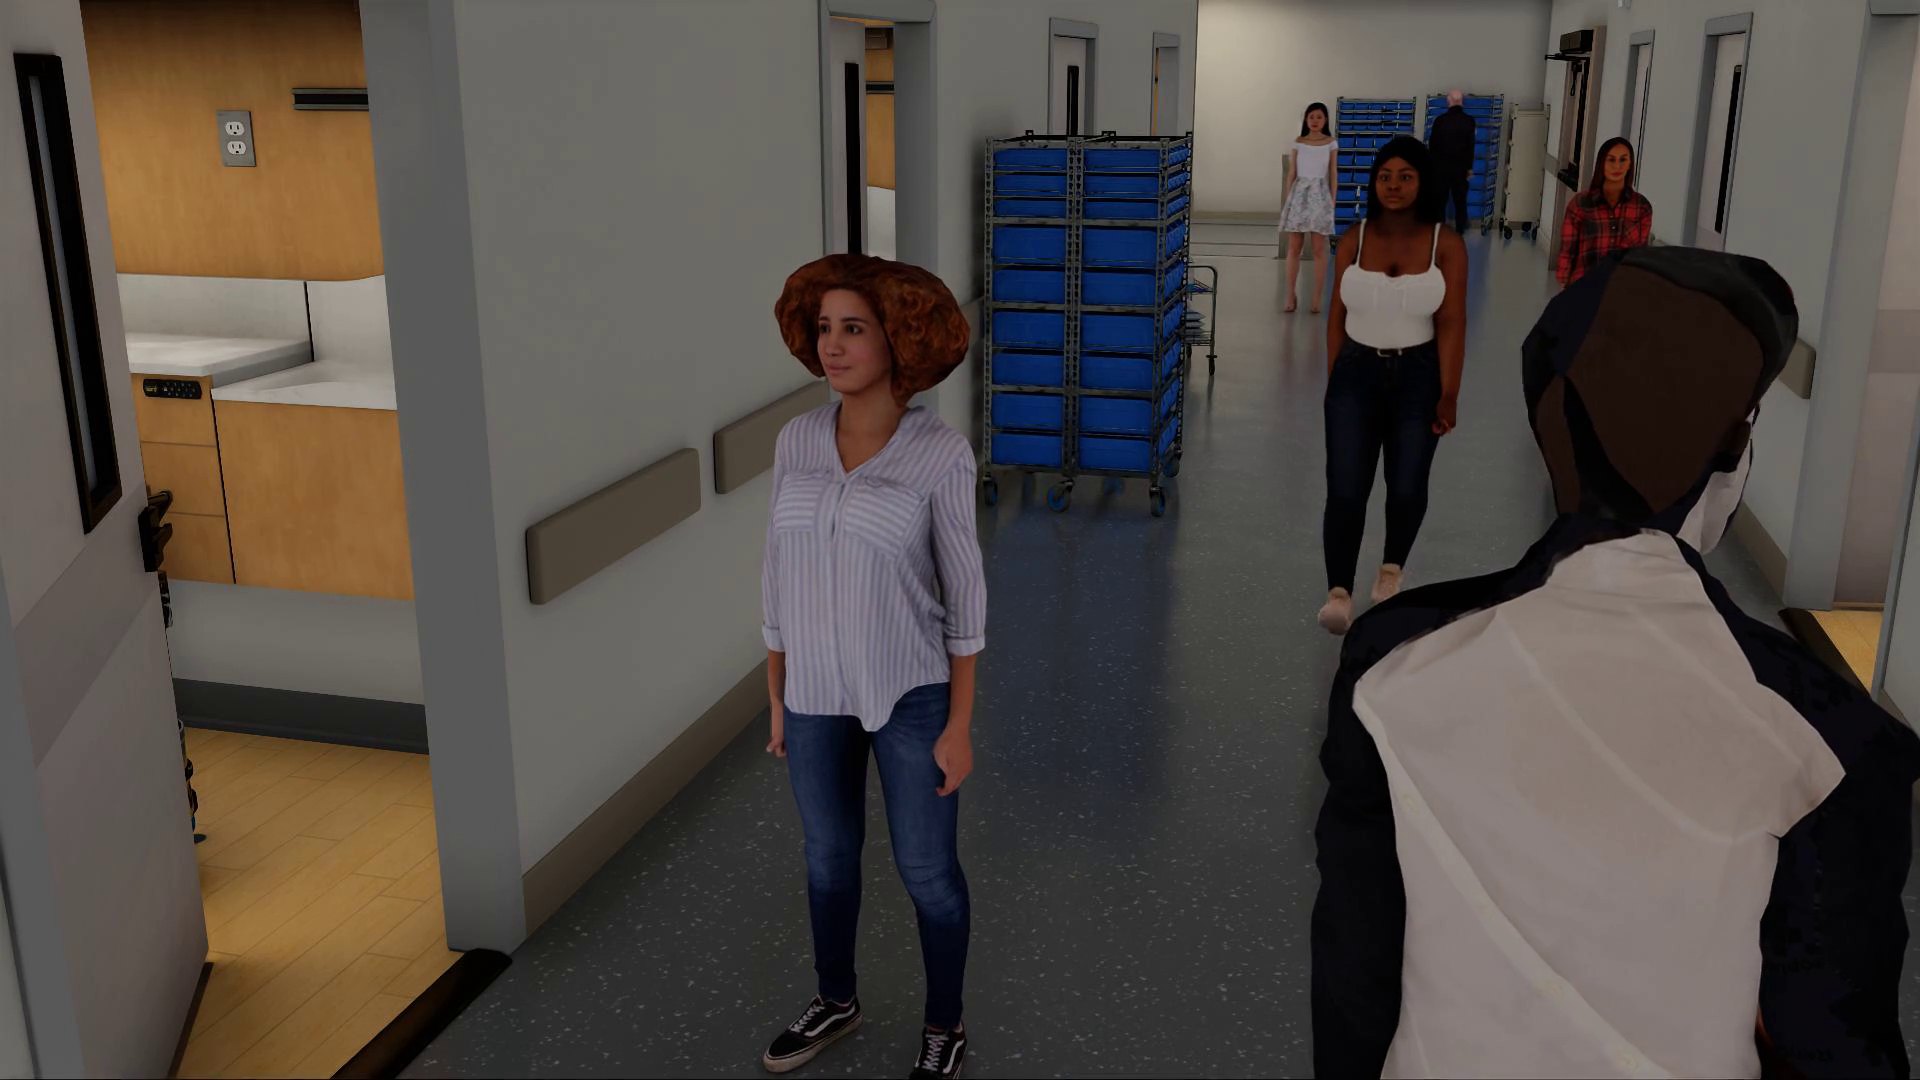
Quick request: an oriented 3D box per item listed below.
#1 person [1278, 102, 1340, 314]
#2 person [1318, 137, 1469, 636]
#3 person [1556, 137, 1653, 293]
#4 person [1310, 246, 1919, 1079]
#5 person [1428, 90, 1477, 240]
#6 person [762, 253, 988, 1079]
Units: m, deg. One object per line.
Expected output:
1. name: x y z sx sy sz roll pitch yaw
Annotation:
1. person: 3.007 -2.843 14.287 0.681 1.770 0.651 6 17 20
2. person: 1.607 -0.551 6.169 0.731 1.764 1.136 6 17 20
3. person: 3.382 -1.266 8.819 0.644 1.702 0.602 2 16 6
4. person: 0.579 0.671 1.600 0.760 1.890 0.726 11 19 35
5. person: 5.543 -4.127 18.803 0.695 1.790 1.084 3 16 11
6. person: -0.161 0.282 3.311 0.686 1.711 0.655 7 17 25
